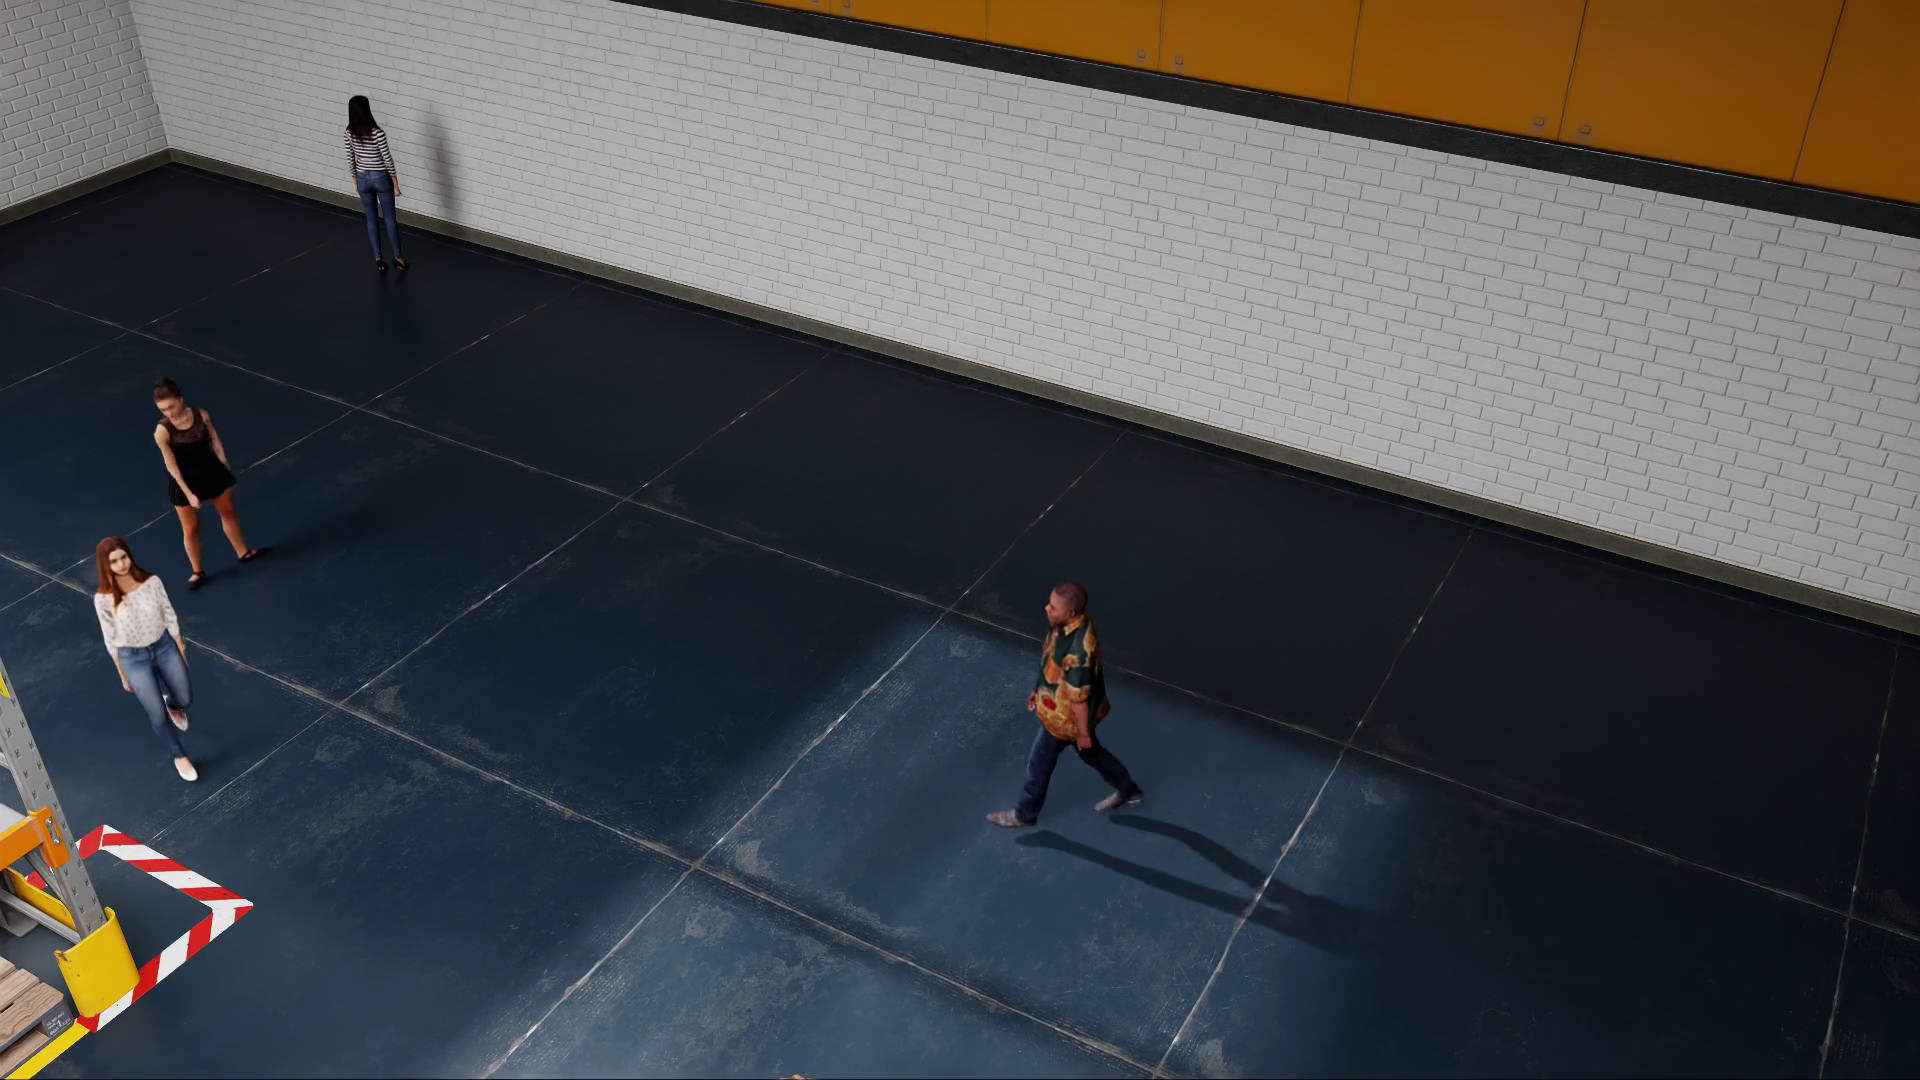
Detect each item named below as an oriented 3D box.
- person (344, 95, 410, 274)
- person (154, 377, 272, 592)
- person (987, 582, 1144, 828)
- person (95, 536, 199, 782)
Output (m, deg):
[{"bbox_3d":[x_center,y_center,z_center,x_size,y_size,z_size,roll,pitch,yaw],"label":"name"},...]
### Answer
[{"bbox_3d":[-5.800,-3.516,16.480,0.668,1.795,0.655,2,34,3],"label":"person"},{"bbox_3d":[-5.466,-0.480,12.026,0.937,1.670,0.596,16,37,22],"label":"person"},{"bbox_3d":[0.729,0.981,9.735,1.135,1.772,1.232,0,34,0],"label":"person"},{"bbox_3d":[-5.012,0.686,10.229,0.871,1.717,0.828,-23,40,-31],"label":"person"}]
